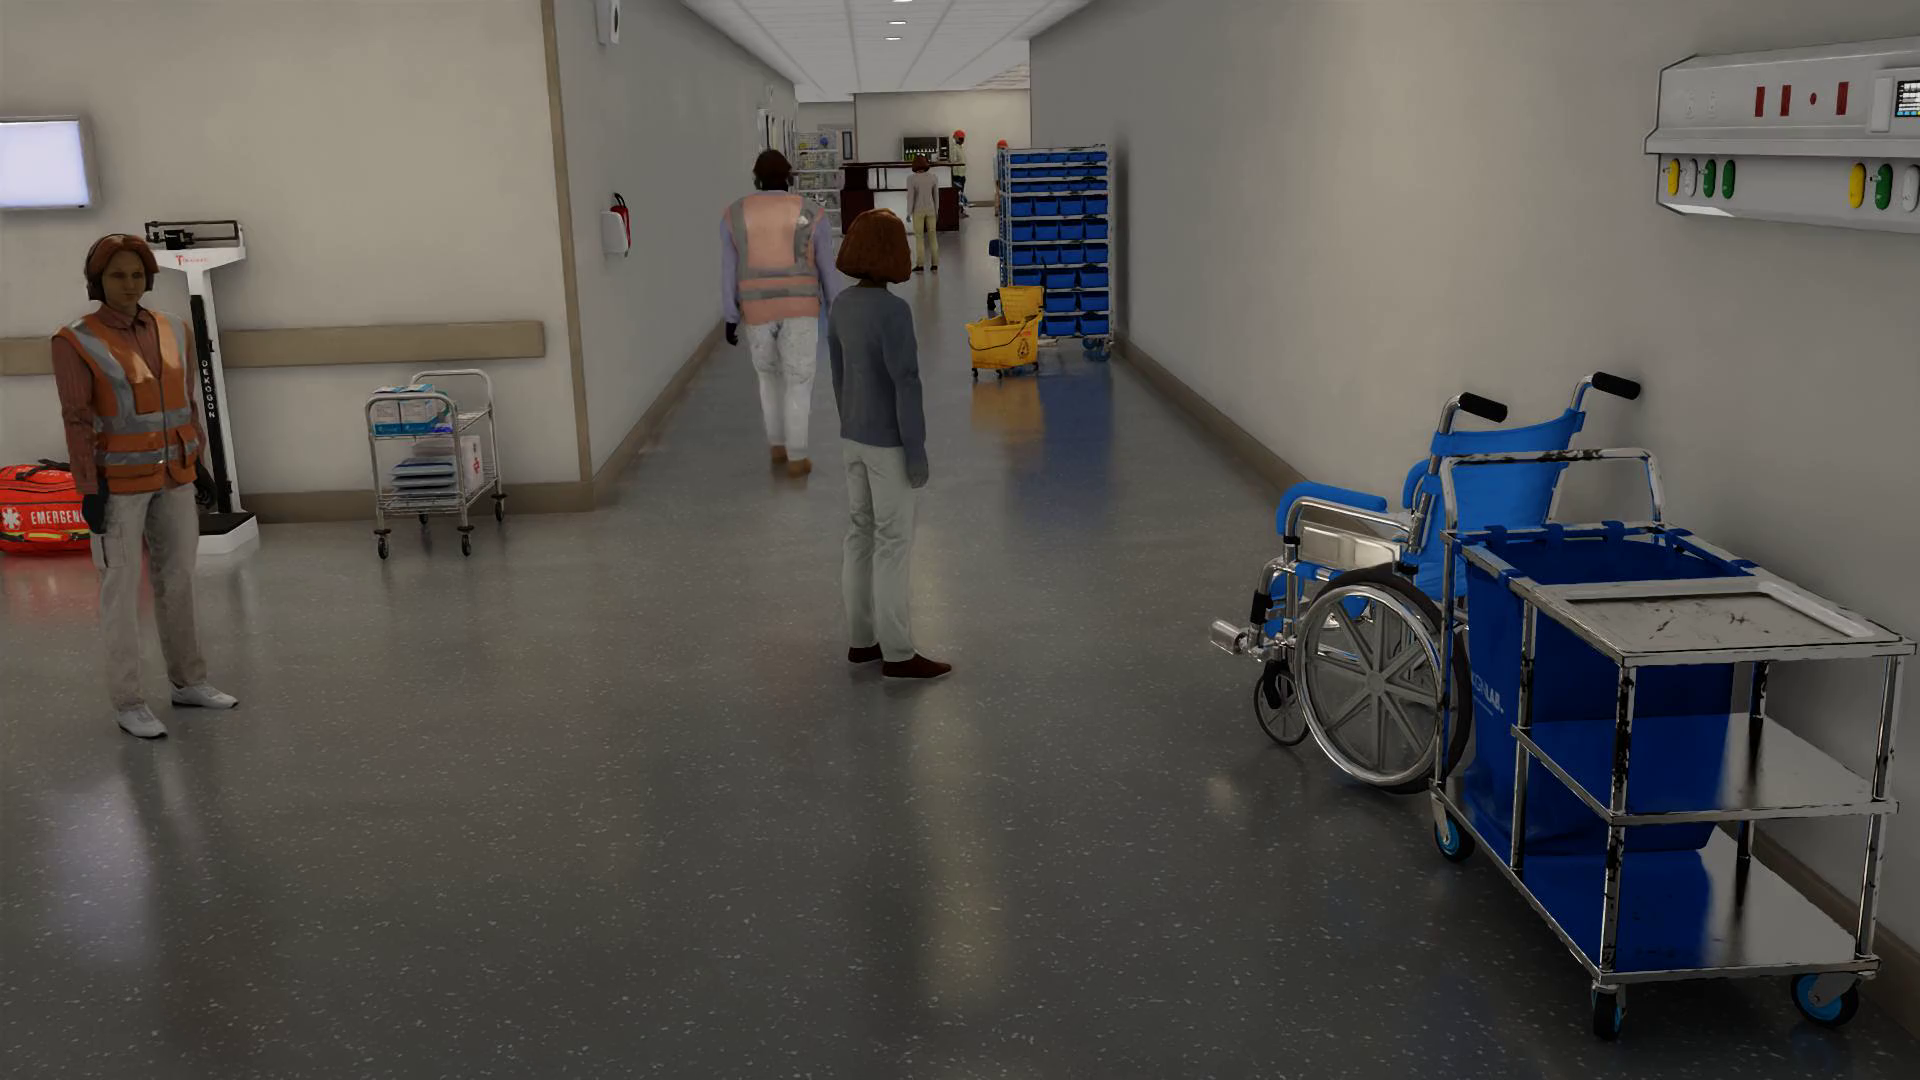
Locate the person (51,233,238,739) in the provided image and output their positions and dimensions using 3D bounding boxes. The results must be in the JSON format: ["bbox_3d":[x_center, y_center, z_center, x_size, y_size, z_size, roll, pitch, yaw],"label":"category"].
[{"bbox_3d":[-2.686,-0.180,5.484,0.313,1.636,0.517,4,15,23],"label":"person"}]

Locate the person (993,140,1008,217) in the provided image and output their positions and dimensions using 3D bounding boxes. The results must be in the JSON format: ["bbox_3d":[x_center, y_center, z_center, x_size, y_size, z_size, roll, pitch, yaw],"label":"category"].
[{"bbox_3d":[0.971,-8.330,38.324,0.348,1.743,0.564,4,15,24],"label":"person"}]

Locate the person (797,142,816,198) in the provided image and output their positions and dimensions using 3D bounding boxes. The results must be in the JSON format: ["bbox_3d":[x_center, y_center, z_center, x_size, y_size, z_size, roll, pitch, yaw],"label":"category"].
[{"bbox_3d":[-3.519,-8.114,37.818,0.414,1.823,0.598,11,18,42],"label":"person"}]

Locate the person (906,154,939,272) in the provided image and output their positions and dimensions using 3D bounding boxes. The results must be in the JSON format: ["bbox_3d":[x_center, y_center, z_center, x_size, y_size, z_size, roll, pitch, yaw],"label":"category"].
[{"bbox_3d":[-0.520,-4.584,23.336,0.498,1.633,0.278,-8,15,-26],"label":"person"}]

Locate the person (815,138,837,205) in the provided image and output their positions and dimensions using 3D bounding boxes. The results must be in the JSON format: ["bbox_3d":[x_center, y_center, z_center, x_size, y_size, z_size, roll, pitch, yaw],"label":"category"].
[{"bbox_3d":[-3.754,-10.353,46.823,0.617,1.924,0.631,4,15,21],"label":"person"}]

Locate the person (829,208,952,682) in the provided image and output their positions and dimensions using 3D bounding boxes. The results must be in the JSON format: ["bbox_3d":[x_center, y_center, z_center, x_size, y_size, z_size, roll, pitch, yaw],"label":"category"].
[{"bbox_3d":[-0.266,-0.324,5.795,0.278,1.634,0.498,-10,16,-31],"label":"person"}]

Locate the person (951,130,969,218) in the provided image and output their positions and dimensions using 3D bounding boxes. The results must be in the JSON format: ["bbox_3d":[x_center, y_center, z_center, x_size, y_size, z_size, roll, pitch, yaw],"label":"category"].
[{"bbox_3d":[-0.007,-8.409,38.239,0.389,1.992,0.625,3,14,19],"label":"person"}]

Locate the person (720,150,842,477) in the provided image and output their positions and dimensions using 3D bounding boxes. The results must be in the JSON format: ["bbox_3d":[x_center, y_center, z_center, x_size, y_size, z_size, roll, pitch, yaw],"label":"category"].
[{"bbox_3d":[-0.991,-1.293,9.486,0.665,1.812,0.710,-1,14,4],"label":"person"}]
